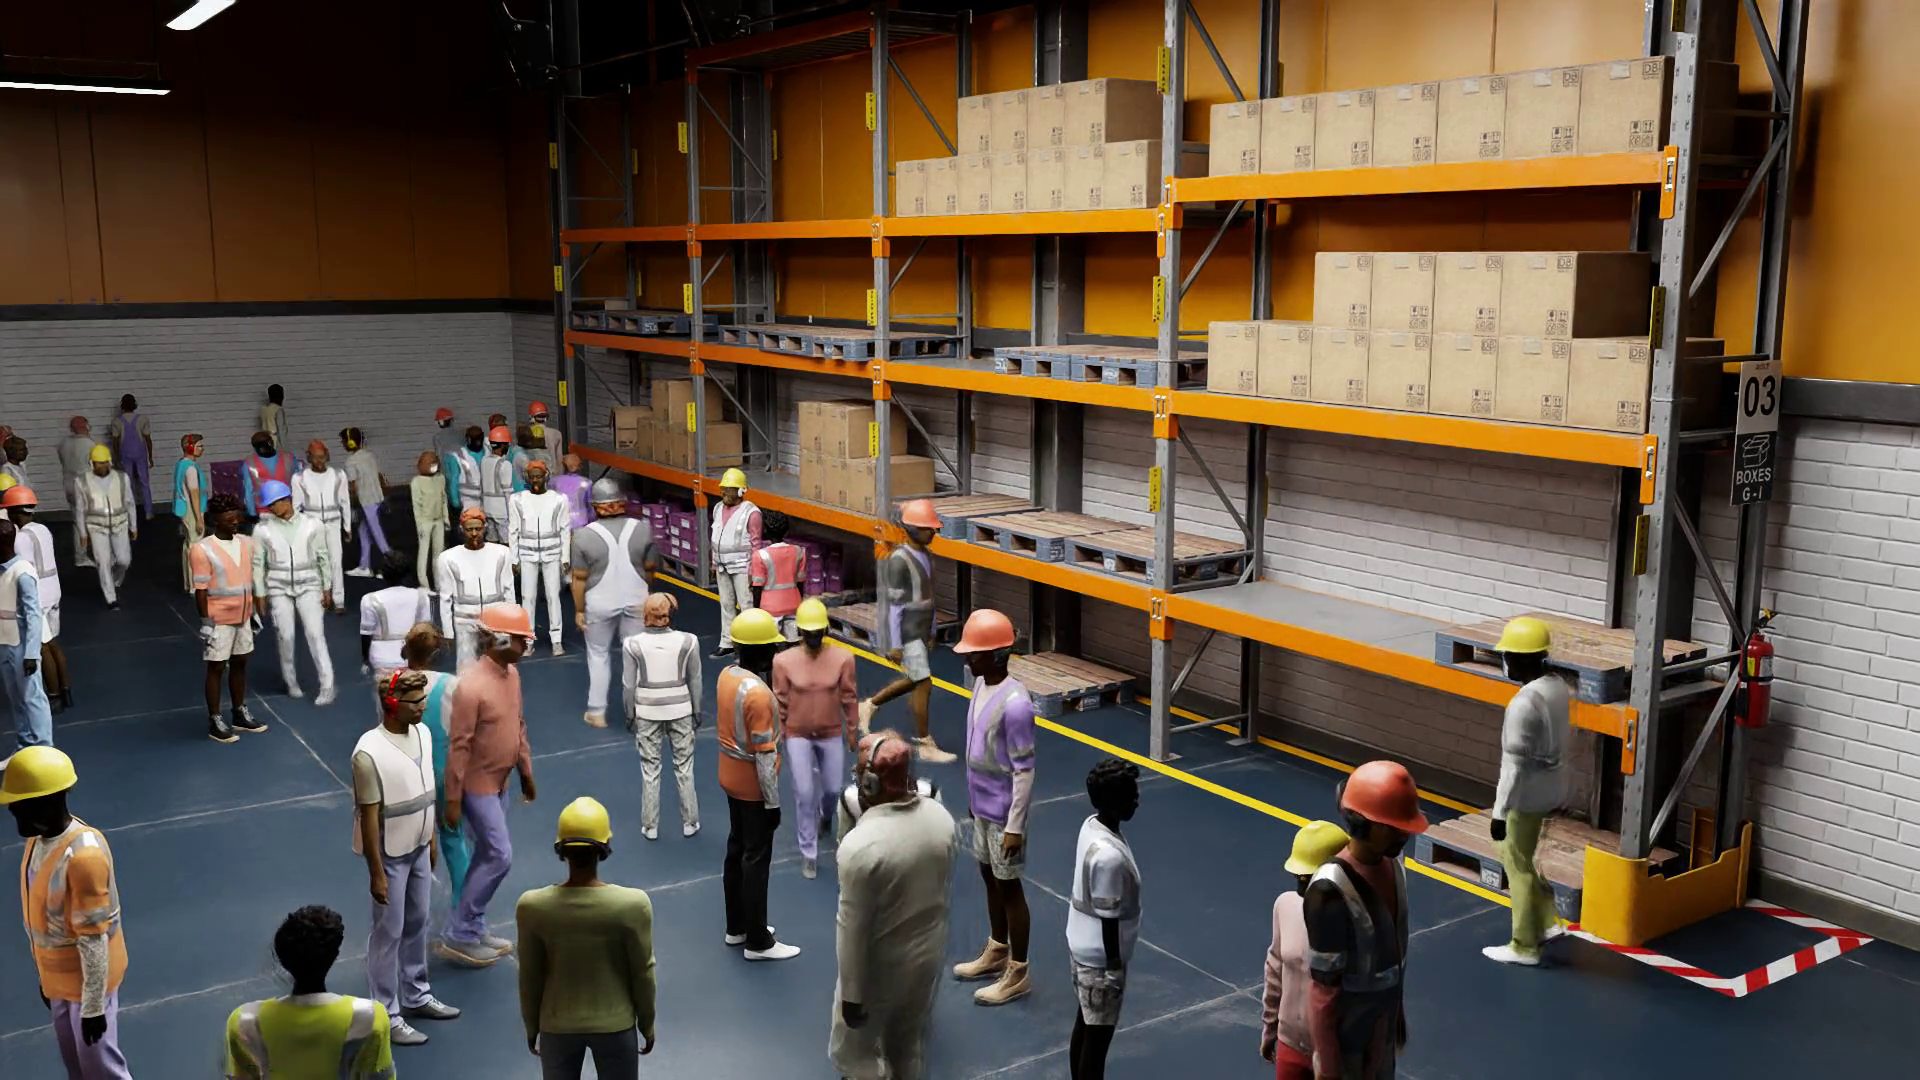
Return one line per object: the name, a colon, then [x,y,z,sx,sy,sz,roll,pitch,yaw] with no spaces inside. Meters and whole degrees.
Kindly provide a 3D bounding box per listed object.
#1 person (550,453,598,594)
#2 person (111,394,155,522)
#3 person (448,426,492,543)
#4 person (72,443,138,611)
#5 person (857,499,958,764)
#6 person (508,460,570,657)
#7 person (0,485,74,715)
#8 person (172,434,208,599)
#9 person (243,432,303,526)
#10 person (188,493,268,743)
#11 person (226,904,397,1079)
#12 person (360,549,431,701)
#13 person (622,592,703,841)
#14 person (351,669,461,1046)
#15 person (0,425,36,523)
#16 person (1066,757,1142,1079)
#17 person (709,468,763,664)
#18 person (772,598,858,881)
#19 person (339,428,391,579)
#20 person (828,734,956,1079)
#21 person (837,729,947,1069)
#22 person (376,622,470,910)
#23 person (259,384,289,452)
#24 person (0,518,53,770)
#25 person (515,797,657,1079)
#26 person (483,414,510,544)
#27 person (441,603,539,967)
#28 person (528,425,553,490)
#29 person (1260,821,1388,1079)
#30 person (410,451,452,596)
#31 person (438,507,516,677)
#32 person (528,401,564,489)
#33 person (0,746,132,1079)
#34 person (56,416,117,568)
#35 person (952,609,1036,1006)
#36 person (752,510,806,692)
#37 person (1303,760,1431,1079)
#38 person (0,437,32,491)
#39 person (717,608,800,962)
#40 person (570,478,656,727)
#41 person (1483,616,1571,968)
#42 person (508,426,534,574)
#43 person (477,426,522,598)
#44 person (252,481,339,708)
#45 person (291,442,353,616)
person: [-4.300,-0.160,18.551,0.577,1.629,0.360,1,10,5]
person: [-11.884,-1.179,23.912,0.507,1.846,0.345,-5,11,-25]
person: [-5.761,-0.471,19.954,0.636,1.791,0.999,-8,13,-41]
person: [-9.207,-0.147,17.932,0.612,1.816,0.488,-8,12,-38]
person: [-0.439,0.675,12.574,0.847,2.016,0.614,4,10,20]
person: [-4.003,0.176,15.853,0.576,1.882,0.355,-2,10,-12]
person: [-7.707,0.506,13.820,0.430,1.924,0.554,-1,10,-8]
person: [-8.573,-0.266,18.551,0.374,1.843,0.569,-7,12,-34]
person: [-7.912,-0.361,19.249,0.663,1.807,0.526,-5,11,-25]
person: [-5.776,0.595,13.140,0.371,1.966,0.608,4,10,20]
person: [-2.124,2.043,5.490,0.534,1.672,0.638,-3,10,-16]
person: [-4.117,0.896,12.251,0.779,1.673,0.538,9,13,43]
person: [-1.935,1.151,10.846,0.514,1.637,0.315,-2,10,-11]
person: [-2.731,1.522,8.090,0.395,1.836,0.561,2,10,12]
person: [-10.737,-0.347,18.837,0.642,1.913,0.409,3,10,16]
person: [0.619,1.751,7.135,0.320,1.698,0.537,0,10,-2]
person: [-2.124,0.239,15.616,0.590,1.837,0.404,7,12,35]
person: [-0.903,1.185,10.337,0.532,1.752,0.597,-2,10,-9]
person: [-7.004,-0.414,19.512,0.807,1.813,0.512,2,10,10]
person: [-0.274,1.717,6.770,0.506,1.891,0.657,8,13,41]
person: [-0.327,1.663,7.904,0.514,1.615,0.753,-1,10,-7]
person: [-2.961,1.345,9.290,0.528,1.790,0.926,-5,11,-25]
person: [-10.194,-1.360,24.779,0.587,1.913,0.390,8,13,39]
person: [-6.912,0.779,12.213,0.590,1.916,0.398,8,12,38]
person: [-1.424,1.849,6.394,0.526,1.760,0.334,0,10,-2]
person: [-5.830,-0.667,20.912,0.373,1.840,0.571,3,10,16]
person: [-2.523,1.312,8.980,0.540,1.950,0.642,1,10,4]
person: [-5.240,-0.551,20.572,0.489,1.729,0.323,1,10,7]
person: [1.319,1.888,6.144,0.314,1.767,0.534,-8,12,-38]
person: [-5.961,-0.196,18.766,0.290,1.633,0.503,5,11,29]
person: [-3.747,0.674,12.956,0.574,1.875,0.345,-5,11,-25]
person: [-5.289,-0.758,21.004,0.382,1.995,0.612,9,13,43]
person: [-3.535,1.738,6.600,0.583,1.917,0.407,9,13,42]
person: [-10.644,-0.576,20.308,0.677,1.874,0.446,4,10,20]
person: [0.159,1.351,8.486,0.396,2.038,0.615,-3,10,-19]
person: [-1.520,0.594,13.964,0.537,1.694,0.320,-9,13,-42]
person: [1.478,1.773,6.056,0.410,2.032,0.610,8,12,38]
person: [-10.375,-0.222,18.327,0.346,1.840,0.503,-2,10,-14]
person: [-1.116,1.317,9.020,0.371,1.927,0.588,-5,11,-29]
person: [-2.822,0.501,13.480,0.701,2.000,0.537,-5,11,-27]
person: [3.005,1.347,8.868,0.420,1.910,0.602,8,12,38]
person: [-5.257,-0.477,19.936,0.403,1.807,0.621,-6,11,-32]
person: [-5.112,-0.307,18.557,0.546,1.928,0.385,8,12,39]
person: [-5.646,0.457,14.140,0.660,1.896,0.709,-3,10,-19]
person: [-6.744,-0.102,17.608,0.607,1.833,0.969,-4,11,-24]
